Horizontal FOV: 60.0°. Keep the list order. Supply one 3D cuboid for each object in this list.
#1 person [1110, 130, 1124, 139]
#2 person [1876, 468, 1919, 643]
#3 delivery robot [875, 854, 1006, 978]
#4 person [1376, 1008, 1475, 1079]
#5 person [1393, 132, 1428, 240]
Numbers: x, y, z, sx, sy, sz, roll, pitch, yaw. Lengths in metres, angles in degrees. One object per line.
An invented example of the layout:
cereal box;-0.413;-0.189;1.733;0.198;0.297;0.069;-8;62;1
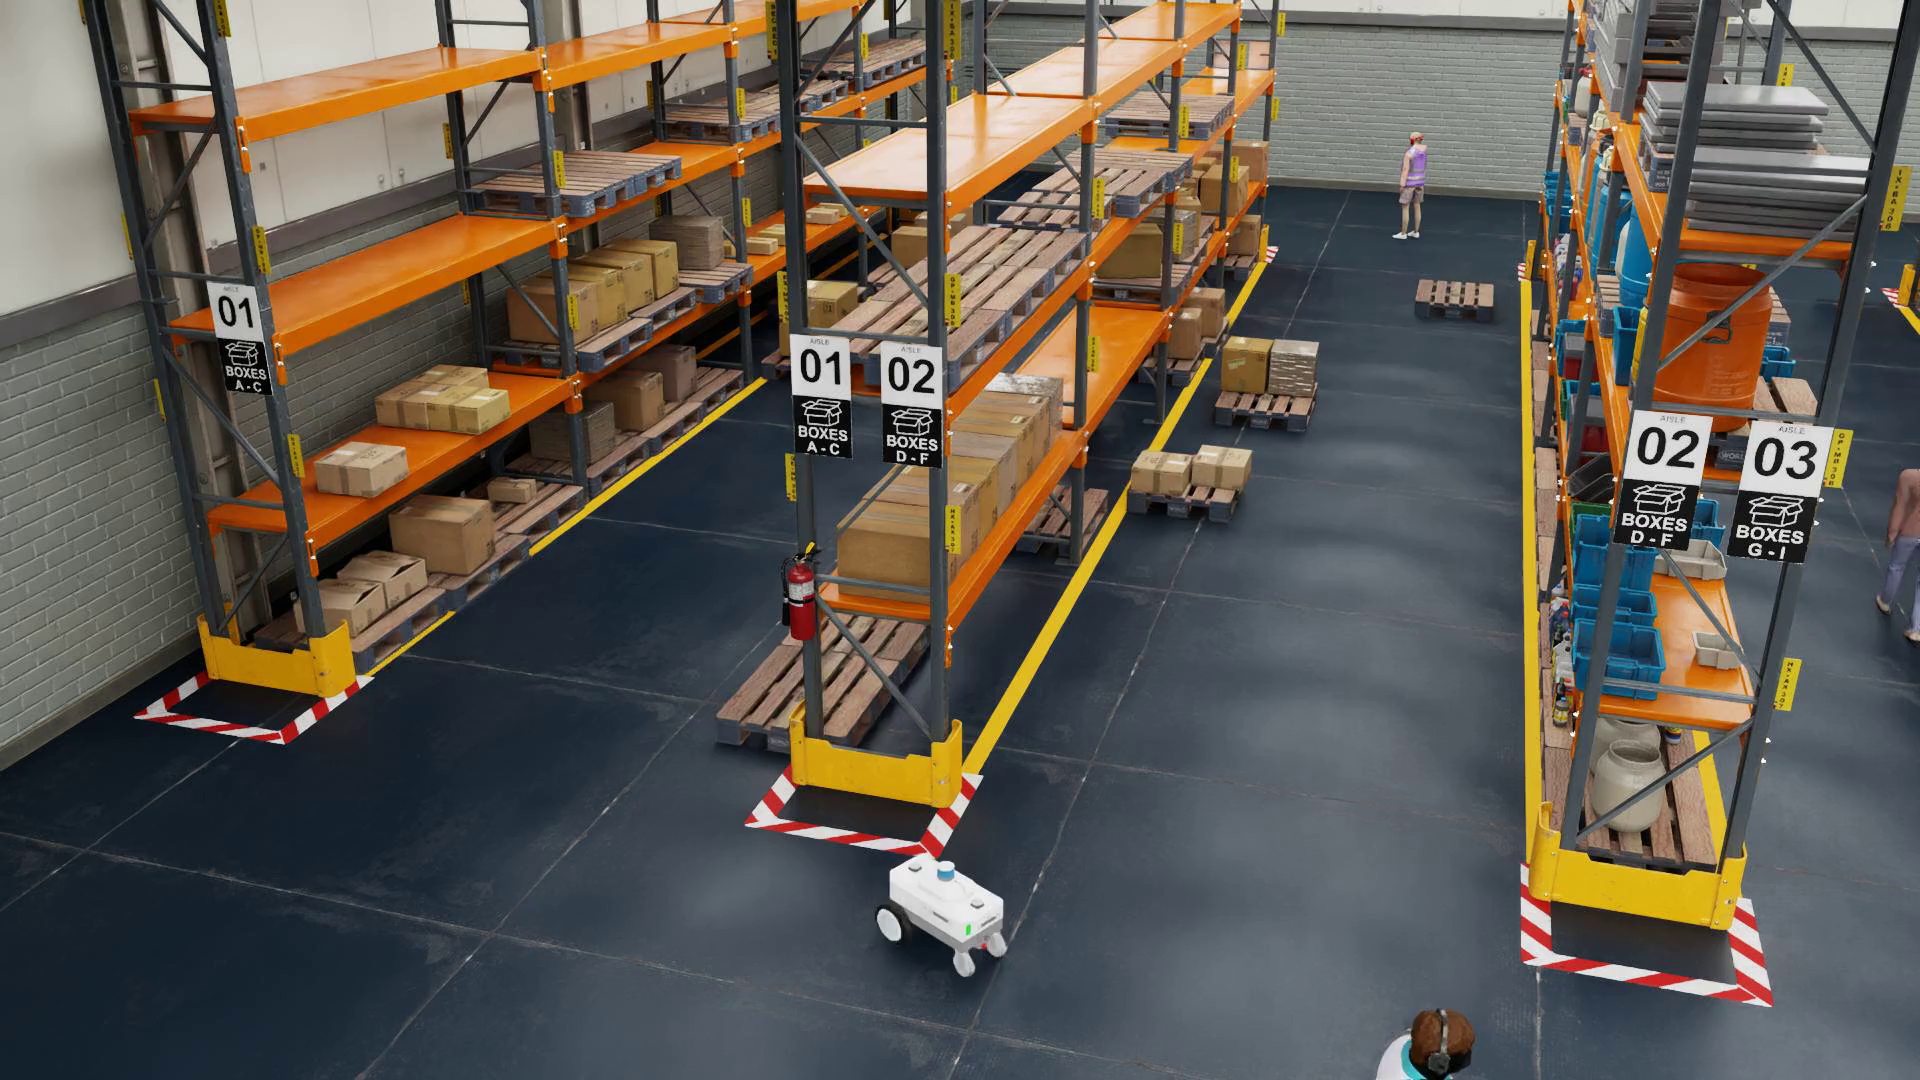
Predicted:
person;2.600;-5.817;26.775;0.826;1.775;0.533;7;24;16
person;7.810;-0.069;13.495;0.538;1.715;0.900;7;24;17
delivery robot;-0.104;2.162;9.807;0.775;0.601;0.499;21;31;40
person;1.906;2.703;6.946;0.465;1.827;0.633;3;23;6
person;7.180;-5.620;26.415;0.492;1.688;0.348;-13;27;-28
